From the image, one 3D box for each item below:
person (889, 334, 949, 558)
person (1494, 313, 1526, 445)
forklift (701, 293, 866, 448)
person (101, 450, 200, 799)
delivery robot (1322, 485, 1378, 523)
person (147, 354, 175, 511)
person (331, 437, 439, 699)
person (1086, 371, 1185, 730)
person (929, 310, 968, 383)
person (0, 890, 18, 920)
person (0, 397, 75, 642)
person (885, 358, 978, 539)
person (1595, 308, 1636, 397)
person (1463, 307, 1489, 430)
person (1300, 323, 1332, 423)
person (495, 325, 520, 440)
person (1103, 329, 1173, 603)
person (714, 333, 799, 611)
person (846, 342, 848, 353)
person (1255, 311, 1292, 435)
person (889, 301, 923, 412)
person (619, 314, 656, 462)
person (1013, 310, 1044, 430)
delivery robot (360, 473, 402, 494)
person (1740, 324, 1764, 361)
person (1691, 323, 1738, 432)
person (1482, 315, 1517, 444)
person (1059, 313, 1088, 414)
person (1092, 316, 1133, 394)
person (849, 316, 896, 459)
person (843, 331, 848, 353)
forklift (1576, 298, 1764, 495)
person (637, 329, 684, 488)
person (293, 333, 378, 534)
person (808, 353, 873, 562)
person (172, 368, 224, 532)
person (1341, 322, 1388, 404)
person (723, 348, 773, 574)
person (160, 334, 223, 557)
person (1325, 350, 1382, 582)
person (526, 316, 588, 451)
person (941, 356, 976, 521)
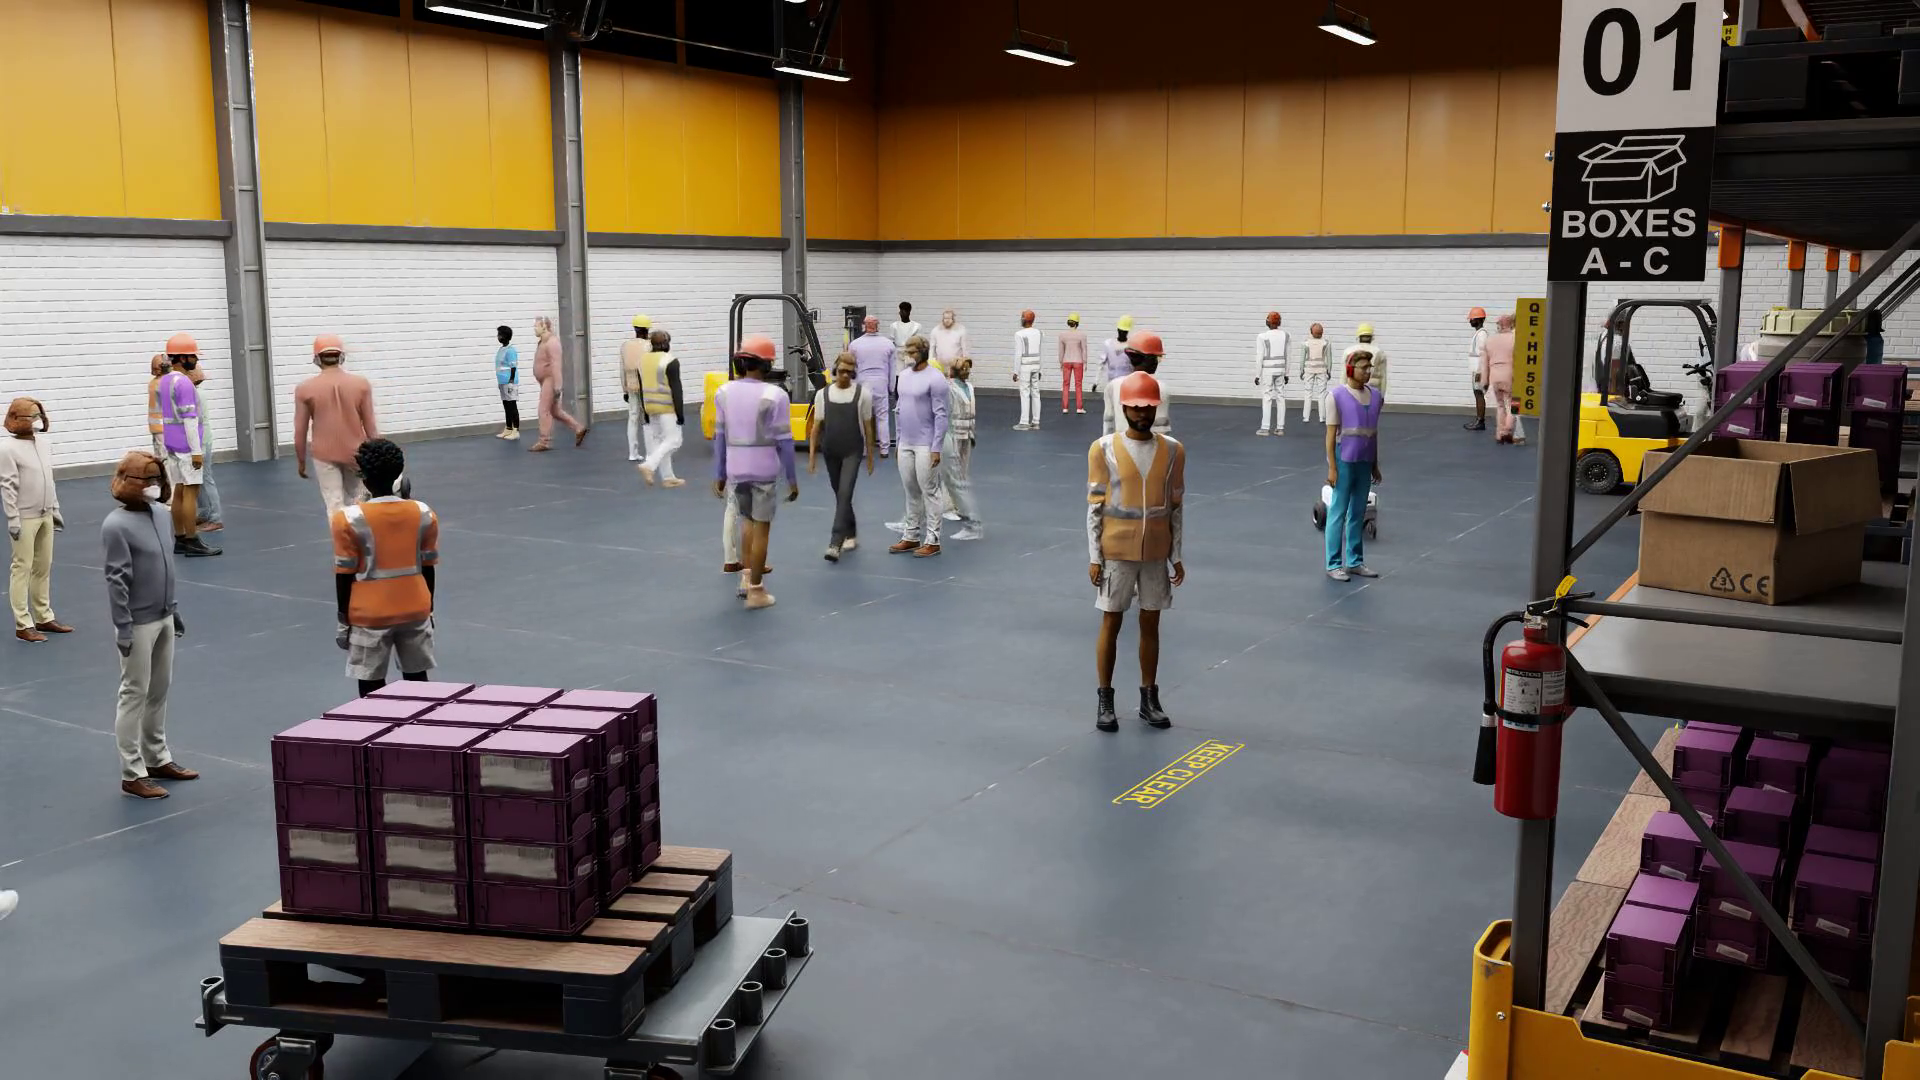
[{"bbox_3d":[-0.356,-0.819,14.452,0.373,1.940,0.628,-8,12,-41],"label":"person"},{"bbox_3d":[7.986,-2.305,23.872,0.658,1.898,0.541,-3,10,-19],"label":"person"},{"bbox_3d":[-2.458,-2.344,23.176,2.313,2.155,1.214,0,9,-2],"label":"forklift"},{"bbox_3d":[-3.832,0.389,7.860,0.277,1.631,0.507,0,9,3],"label":"person"},{"bbox_3d":[3.678,-0.376,15.699,0.477,0.478,0.707,-1,9,-6],"label":"delivery robot"},{"bbox_3d":[-8.219,-1.106,17.200,0.312,1.633,0.519,-8,12,-39],"label":"person"},{"bbox_3d":[-2.698,0.362,7.859,0.321,1.689,0.530,8,12,40],"label":"person"},{"bbox_3d":[0.954,0.061,8.963,0.542,1.939,0.359,-2,9,-10],"label":"person"},{"bbox_3d":[-0.221,-2.895,27.708,0.635,1.843,1.024,3,9,15],"label":"person"},{"bbox_3d":[-3.926,0.576,5.929,0.598,1.874,0.899,4,10,25],"label":"person"},{"bbox_3d":[-6.223,-0.142,11.174,0.282,1.633,0.498,1,9,6],"label":"person"},{"bbox_3d":[-0.245,-0.835,15.357,0.904,1.677,0.492,0,9,2],"label":"person"},{"bbox_3d":[8.887,-2.212,22.825,0.818,2.000,0.687,0,9,0],"label":"person"},{"bbox_3d":[8.115,-2.690,26.143,0.377,1.932,0.552,2,9,12],"label":"person"},{"bbox_3d":[5.855,-2.744,27.383,0.523,1.643,0.306,2,9,13],"label":"person"},{"bbox_3d":[-6.710,-2.331,24.635,0.318,1.699,0.535,-7,11,-35],"label":"person"},{"bbox_3d":[1.361,-0.554,12.472,0.391,2.040,0.615,-8,12,-42],"label":"person"},{"bbox_3d":[-1.465,-0.499,12.187,0.632,2.021,0.540,4,10,26],"label":"person"},{"bbox_3d":[-1.588,-2.571,25.930,0.331,1.765,0.533,-5,10,-28],"label":"person"},{"bbox_3d":[4.748,-2.523,25.263,0.576,1.882,0.355,-3,10,-17],"label":"person"},{"bbox_3d":[-0.959,-3.251,29.547,0.608,1.963,0.370,1,9,6],"label":"person"},{"bbox_3d":[-4.156,-1.979,21.727,0.590,1.926,0.388,4,10,25],"label":"person"},{"bbox_3d":[1.070,-2.665,26.141,0.577,1.884,0.353,-8,12,-40],"label":"person"},{"bbox_3d":[-6.080,-0.662,17.469,0.477,0.478,0.707,-1,9,-11],"label":"delivery robot"},{"bbox_3d":[10.410,-1.907,21.536,0.627,1.847,0.429,3,10,17],"label":"person"},{"bbox_3d":[10.263,-2.076,22.731,0.893,1.786,0.605,-8,12,-42],"label":"person"},{"bbox_3d":[7.854,-2.296,23.879,0.454,1.869,0.678,-9,13,-43],"label":"person"},{"bbox_3d":[1.986,-3.090,29.164,0.522,1.769,0.311,3,10,19],"label":"person"},{"bbox_3d":[2.250,-2.218,23.434,0.614,1.856,1.043,6,11,32],"label":"person"},{"bbox_3d":[-1.172,-2.031,22.146,0.641,1.900,0.403,-2,9,-14],"label":"person"},{"bbox_3d":[-1.595,-2.692,26.436,0.429,1.846,0.626,-7,12,-38],"label":"person"},{"bbox_3d":[7.954,-1.589,18.462,2.313,2.155,1.214,5,11,30],"label":"forklift"},{"bbox_3d":[-3.412,-1.477,18.893,0.640,1.824,0.668,8,12,39],"label":"person"},{"bbox_3d":[-5.107,-0.698,13.571,0.629,1.966,0.868,-6,11,-32],"label":"person"},{"bbox_3d":[-1.033,-0.729,14.397,0.549,1.782,1.034,2,9,11],"label":"person"},{"bbox_3d":[-7.301,-0.887,15.901,0.382,1.611,0.691,-7,12,-39],"label":"person"},{"bbox_3d":[5.323,-1.961,21.947,0.594,1.820,0.425,2,9,11],"label":"person"},{"bbox_3d":[-1.752,-0.635,13.565,0.501,1.861,0.327,4,10,23],"label":"person"},{"bbox_3d":[-6.706,-0.818,14.446,0.359,1.937,0.547,-8,12,-43],"label":"person"},{"bbox_3d":[3.153,-0.603,13.380,0.566,1.849,0.390,-6,11,-34],"label":"person"},{"bbox_3d":[-5.626,-2.173,23.114,0.819,1.881,0.656,-4,10,-24],"label":"person"},{"bbox_3d":[-0.010,-1.015,16.604,0.311,1.638,0.523,5,10,29],"label":"person"}]
